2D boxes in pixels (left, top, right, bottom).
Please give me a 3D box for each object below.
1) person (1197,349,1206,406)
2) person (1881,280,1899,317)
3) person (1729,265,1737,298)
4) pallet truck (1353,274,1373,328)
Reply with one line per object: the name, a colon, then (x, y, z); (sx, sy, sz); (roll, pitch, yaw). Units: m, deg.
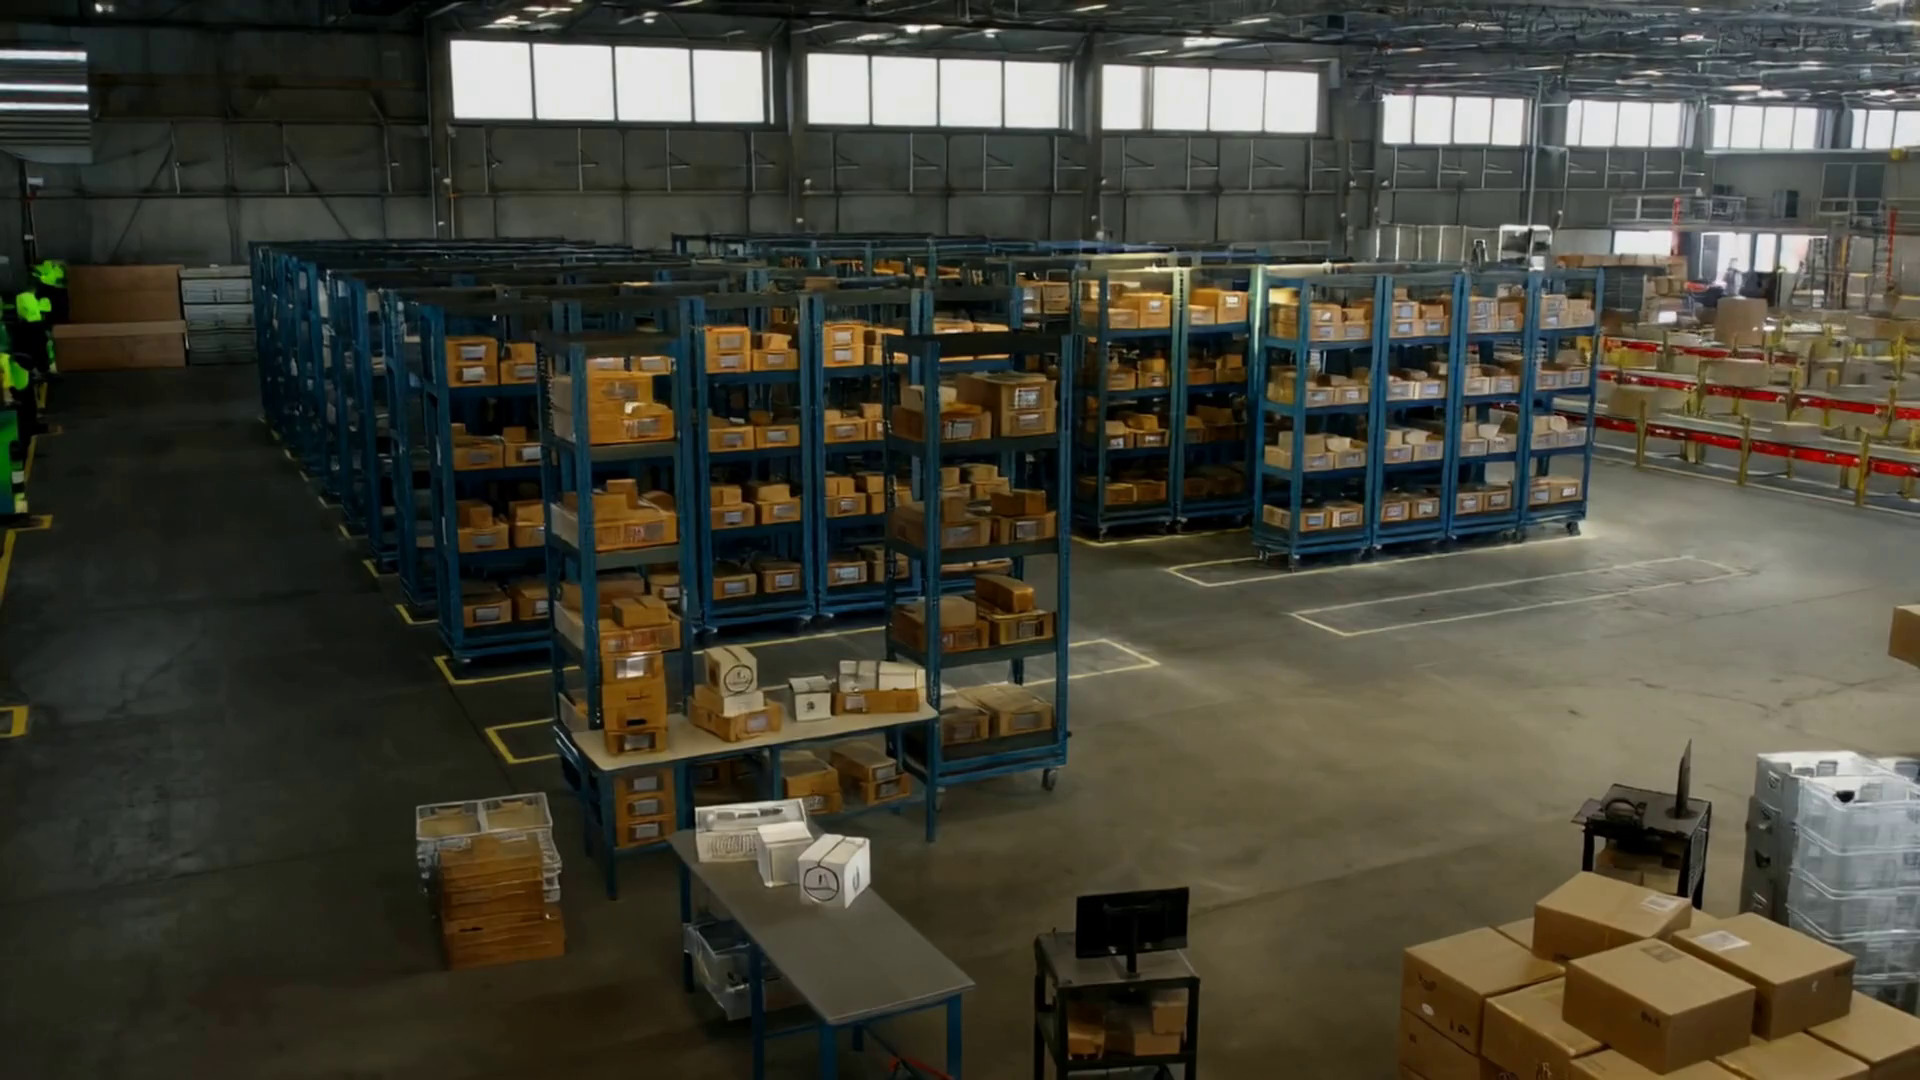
person: (4.991, -3.292, 33.481); (0.589, 1.791, 0.988); (-3, 13, -15)
person: (27.366, -6.668, 48.941); (0.373, 1.928, 0.543); (-5, 13, -24)
person: (28.906, -9.435, 62.316); (0.299, 1.745, 0.483); (5, 13, 20)
pallet truck: (13.011, -8.050, 55.243); (0.823, 1.965, 1.885); (-7, 14, -28)
